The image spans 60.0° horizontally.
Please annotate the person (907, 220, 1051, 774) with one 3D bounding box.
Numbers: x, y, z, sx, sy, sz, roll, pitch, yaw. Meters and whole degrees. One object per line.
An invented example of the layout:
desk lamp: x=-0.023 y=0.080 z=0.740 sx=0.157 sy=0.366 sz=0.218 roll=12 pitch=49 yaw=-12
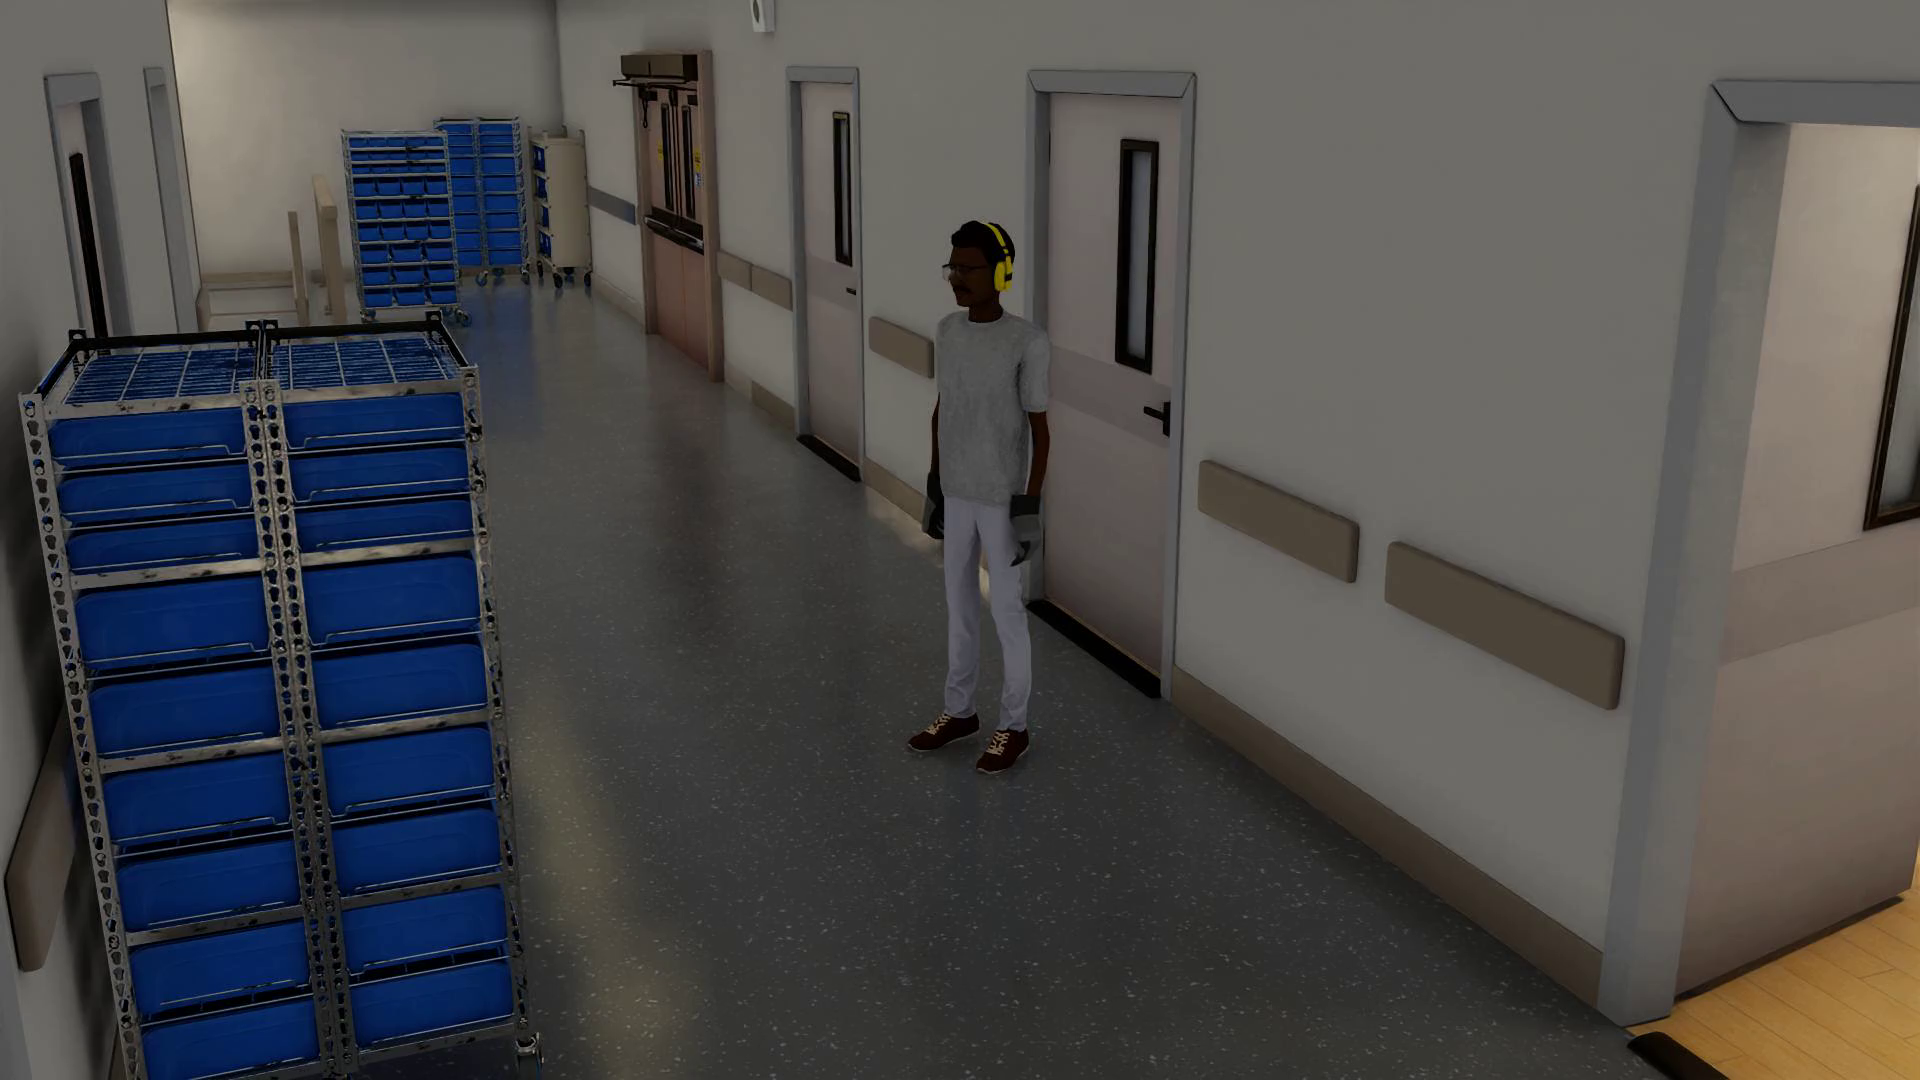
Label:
person: x=0.066 y=-0.135 z=5.631 sx=0.510 sy=1.872 sz=0.329 roll=13 pitch=21 yaw=39
